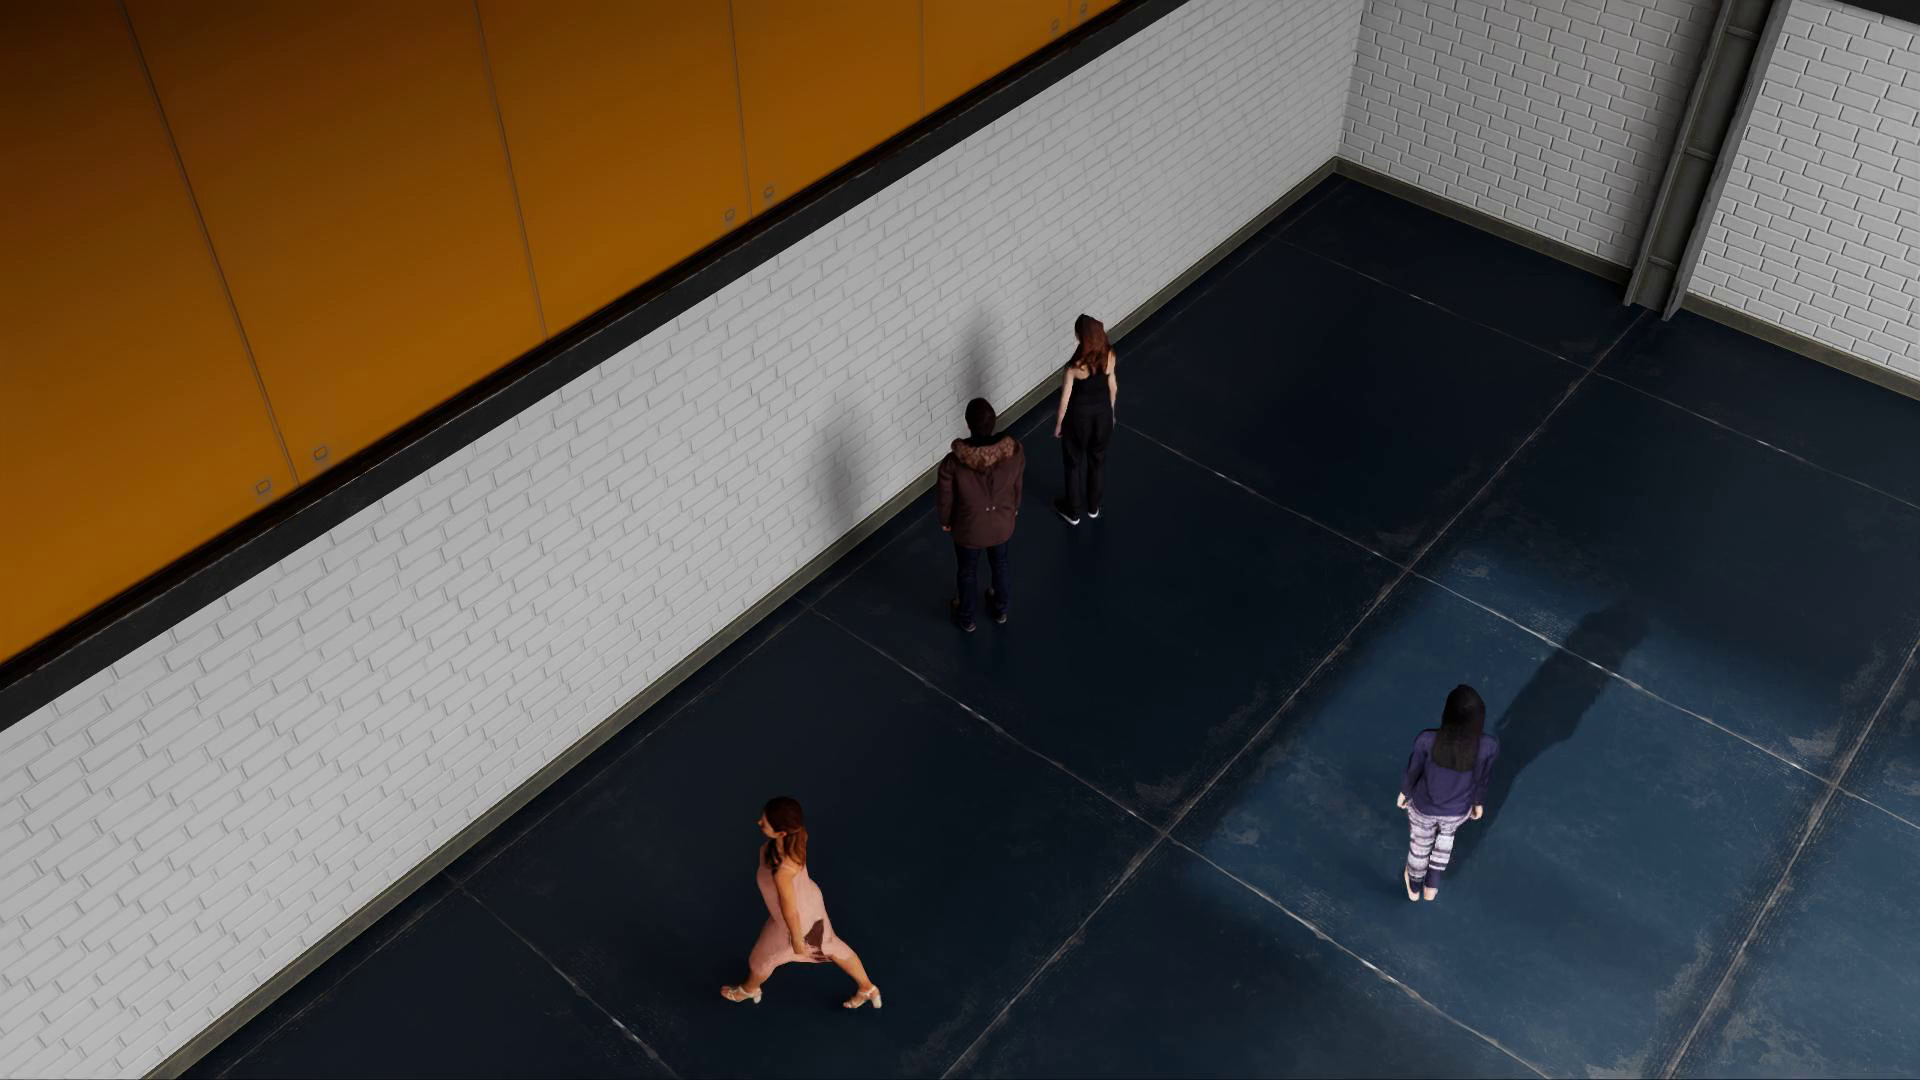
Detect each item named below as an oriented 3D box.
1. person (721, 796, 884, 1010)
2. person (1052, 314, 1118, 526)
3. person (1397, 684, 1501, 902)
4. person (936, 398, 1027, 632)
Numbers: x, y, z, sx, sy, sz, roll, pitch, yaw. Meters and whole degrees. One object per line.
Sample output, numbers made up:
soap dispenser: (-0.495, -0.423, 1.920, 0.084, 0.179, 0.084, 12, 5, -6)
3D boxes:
person: (-0.767, 1.951, 8.674, 1.210, 1.786, 1.012, 4, 44, 5)
person: (0.892, -0.850, 11.648, 0.679, 1.738, 0.676, -8, 44, -9)
person: (2.677, 1.492, 9.202, 0.745, 1.721, 0.825, 5, 44, 6)
person: (0.152, -0.148, 10.835, 0.862, 1.843, 0.881, -11, 45, -11)
